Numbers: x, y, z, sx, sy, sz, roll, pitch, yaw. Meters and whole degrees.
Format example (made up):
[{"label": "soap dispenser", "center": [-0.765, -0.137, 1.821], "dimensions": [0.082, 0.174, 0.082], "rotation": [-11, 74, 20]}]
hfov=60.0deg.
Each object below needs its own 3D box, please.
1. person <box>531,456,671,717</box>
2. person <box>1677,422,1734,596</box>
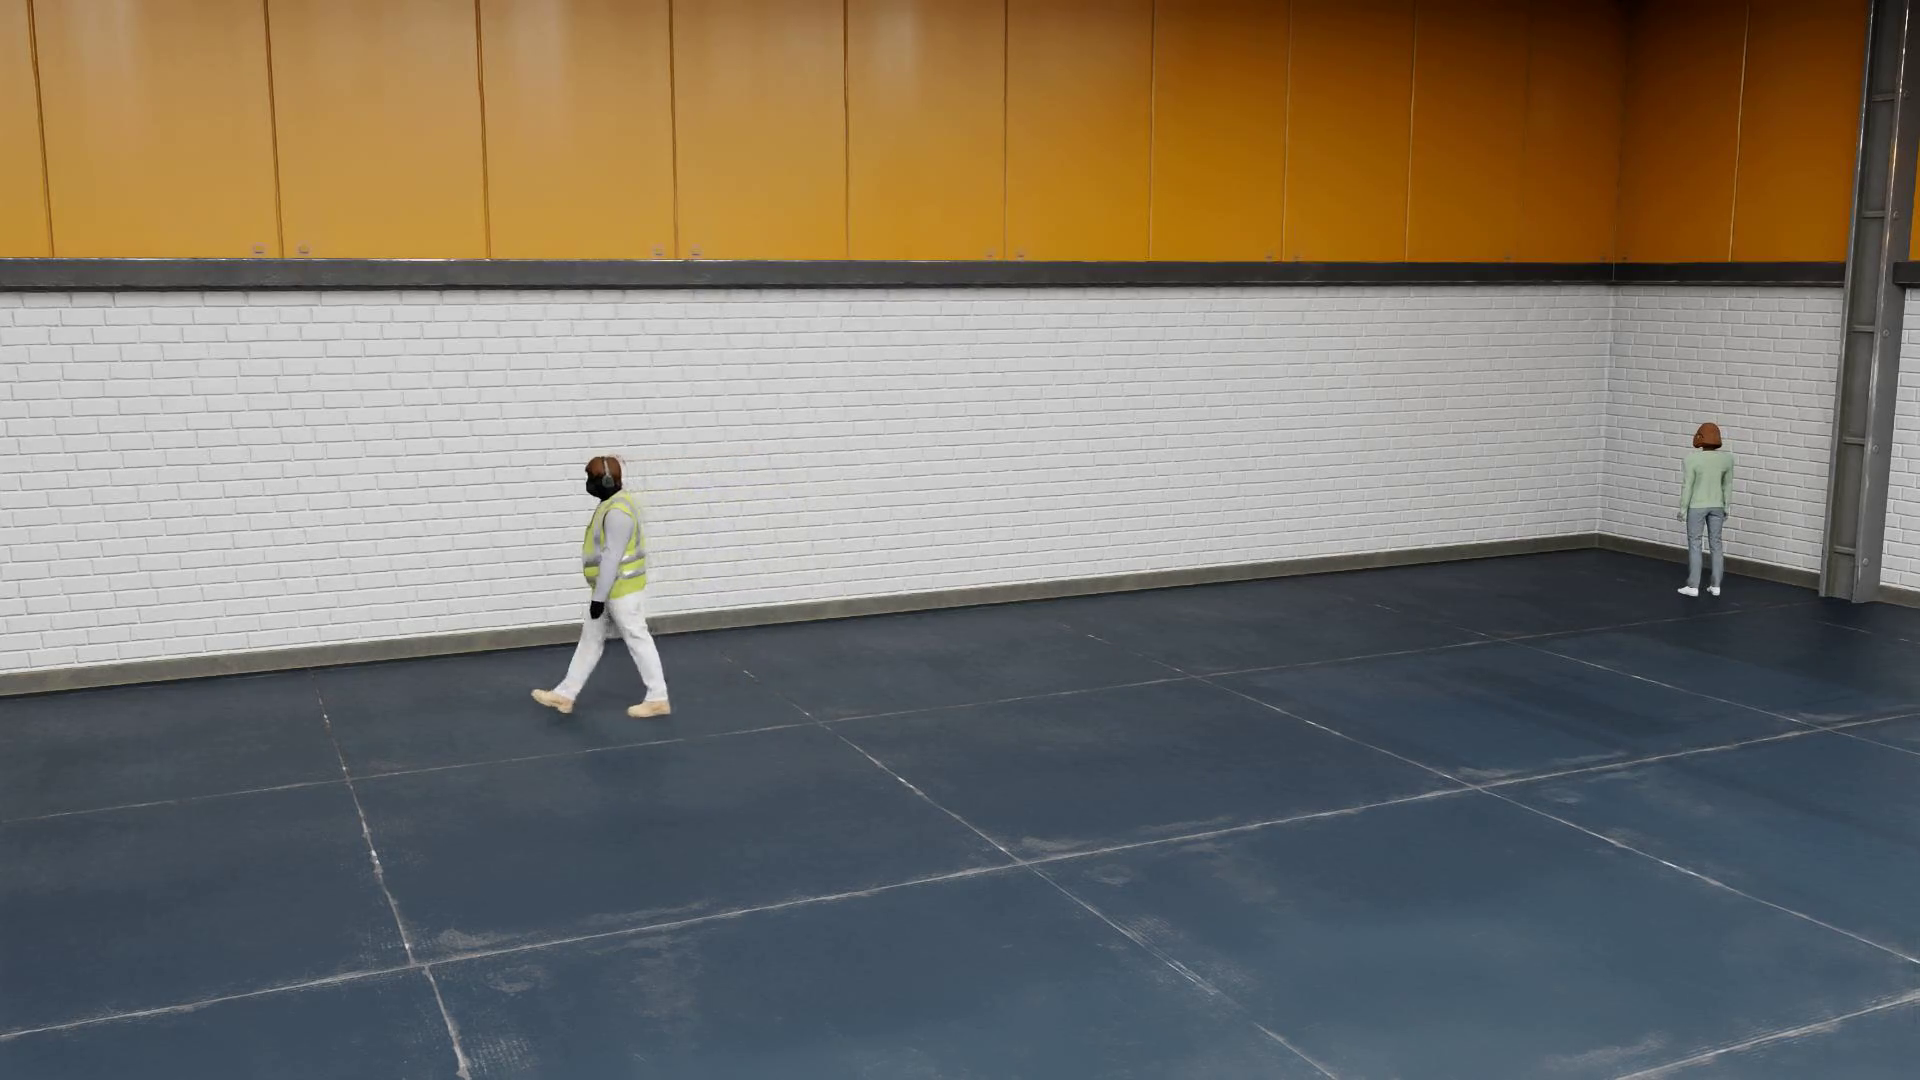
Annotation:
[{"label": "person", "center": [-2.426, 0.333, 11.253], "dimensions": [0.954, 1.790, 0.648], "rotation": [-3, 10, -16]}, {"label": "person", "center": [6.984, -0.286, 15.600], "dimensions": [0.507, 1.632, 0.268], "rotation": [-1, 9, -6]}]
